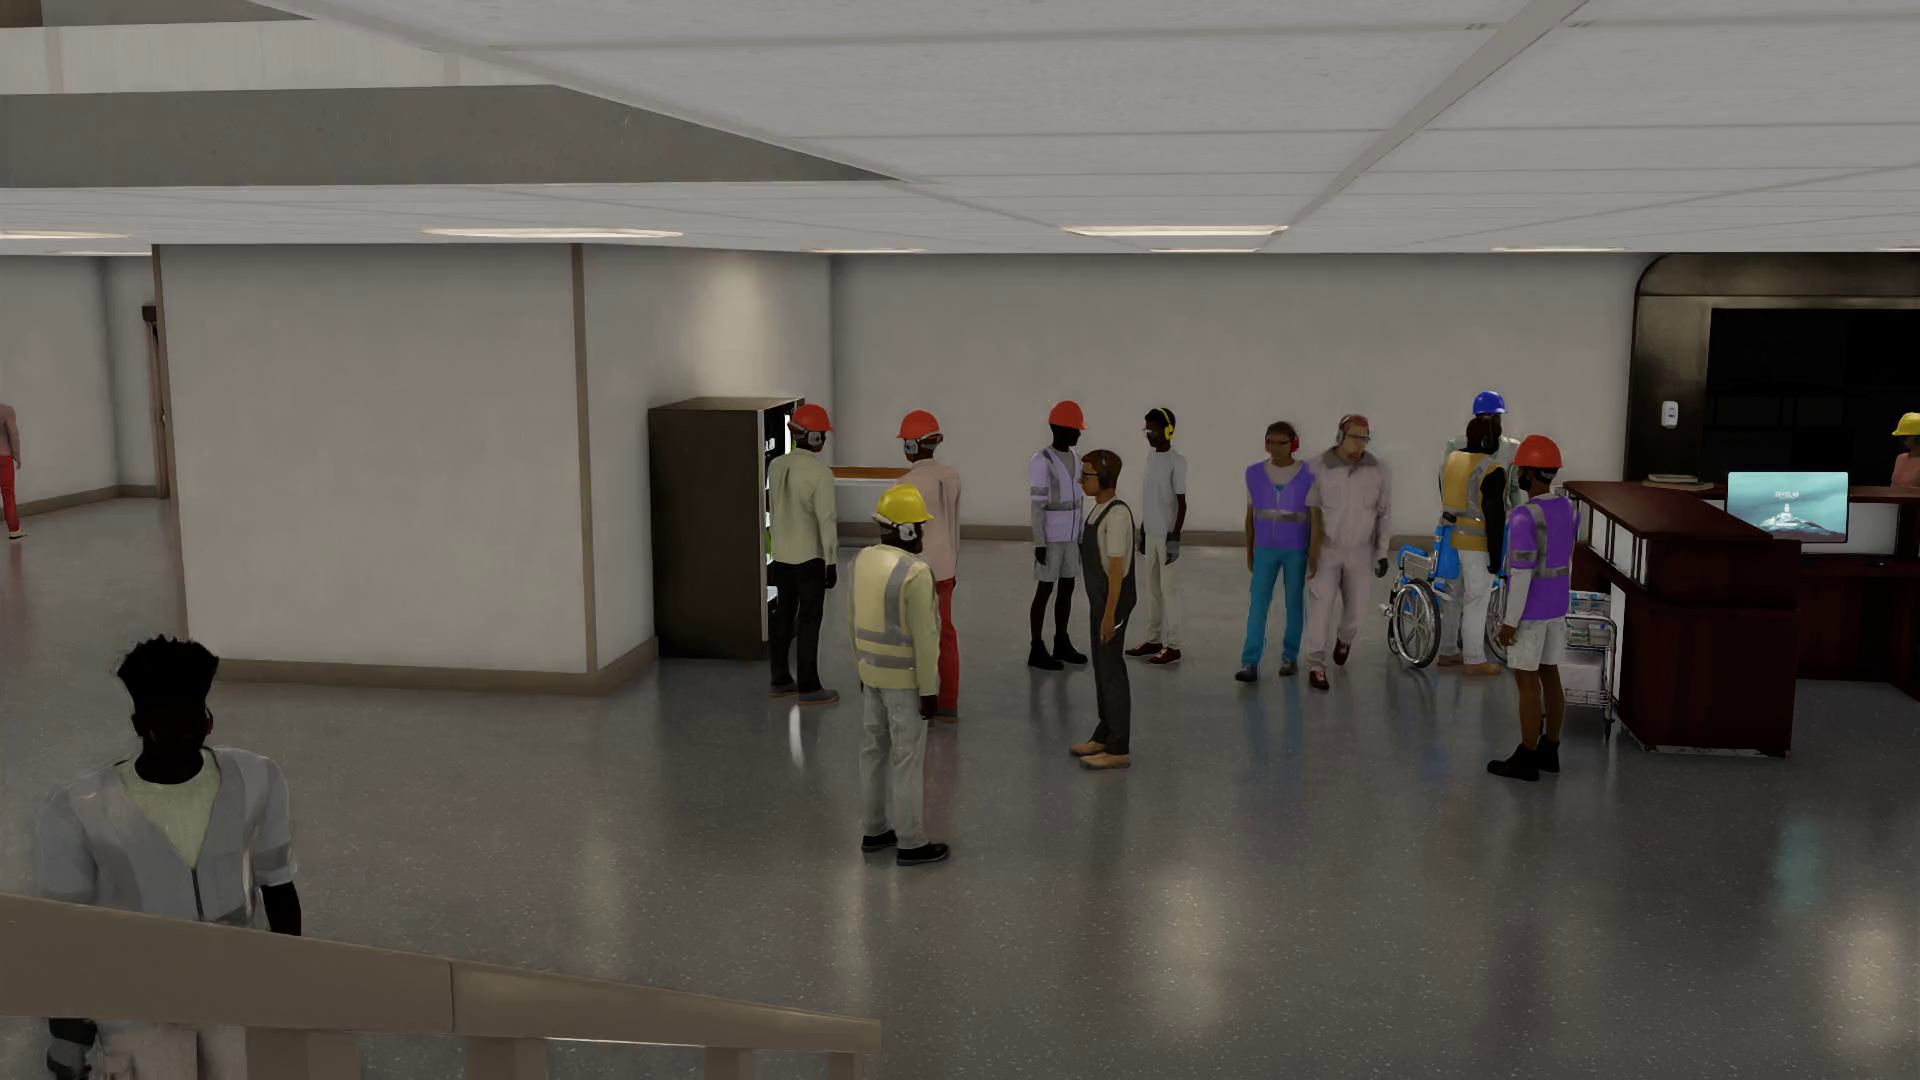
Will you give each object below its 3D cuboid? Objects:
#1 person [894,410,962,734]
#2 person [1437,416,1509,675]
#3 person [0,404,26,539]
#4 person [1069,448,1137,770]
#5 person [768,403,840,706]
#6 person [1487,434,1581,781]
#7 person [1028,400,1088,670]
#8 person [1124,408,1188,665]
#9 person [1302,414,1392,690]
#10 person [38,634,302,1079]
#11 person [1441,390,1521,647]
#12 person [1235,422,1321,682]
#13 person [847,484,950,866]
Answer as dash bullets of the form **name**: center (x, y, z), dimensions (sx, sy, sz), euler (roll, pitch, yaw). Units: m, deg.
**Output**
- **person**: center (-0.228, 0.193, 10.293), dimensions (0.396, 1.991, 0.623), euler (6, 11, 34)
- **person**: center (3.635, 0.038, 11.762), dimensions (0.429, 1.835, 0.627), euler (-4, 10, -21)
- **person**: center (-10.229, -0.878, 17.607), dimensions (0.528, 1.768, 0.313), euler (-3, 10, -16)
- **person**: center (0.830, 0.391, 9.568), dimensions (0.352, 1.842, 0.508), euler (-1, 9, -7)
- **person**: center (-1.013, 0.093, 10.963), dimensions (0.623, 1.985, 0.425), euler (9, 13, 44)
- **person**: center (3.204, 0.379, 9.319), dimensions (0.543, 1.939, 0.370), euler (-7, 12, -38)
- **person**: center (0.729, -0.037, 11.926), dimensions (0.389, 1.928, 0.550), euler (8, 12, 42)
- **person**: center (1.442, -0.031, 12.084), dimensions (0.329, 1.864, 0.508), euler (-4, 10, -25)
- **person**: center (2.636, 0.050, 11.545), dimensions (0.661, 1.876, 0.722), euler (0, 9, -2)
- **person**: center (-2.033, 1.181, 4.341), dimensions (0.489, 1.943, 0.627), euler (8, 12, 41)
- **person**: center (3.941, -0.156, 12.580), dimensions (0.606, 1.951, 0.379), euler (-1, 9, -3)
- **person**: center (2.190, 0.100, 11.461), dimensions (0.571, 1.808, 0.901), euler (4, 10, 23)
- **person**: center (-0.293, 0.642, 8.022), dimensions (0.404, 1.832, 0.592), euler (-7, 12, -39)
